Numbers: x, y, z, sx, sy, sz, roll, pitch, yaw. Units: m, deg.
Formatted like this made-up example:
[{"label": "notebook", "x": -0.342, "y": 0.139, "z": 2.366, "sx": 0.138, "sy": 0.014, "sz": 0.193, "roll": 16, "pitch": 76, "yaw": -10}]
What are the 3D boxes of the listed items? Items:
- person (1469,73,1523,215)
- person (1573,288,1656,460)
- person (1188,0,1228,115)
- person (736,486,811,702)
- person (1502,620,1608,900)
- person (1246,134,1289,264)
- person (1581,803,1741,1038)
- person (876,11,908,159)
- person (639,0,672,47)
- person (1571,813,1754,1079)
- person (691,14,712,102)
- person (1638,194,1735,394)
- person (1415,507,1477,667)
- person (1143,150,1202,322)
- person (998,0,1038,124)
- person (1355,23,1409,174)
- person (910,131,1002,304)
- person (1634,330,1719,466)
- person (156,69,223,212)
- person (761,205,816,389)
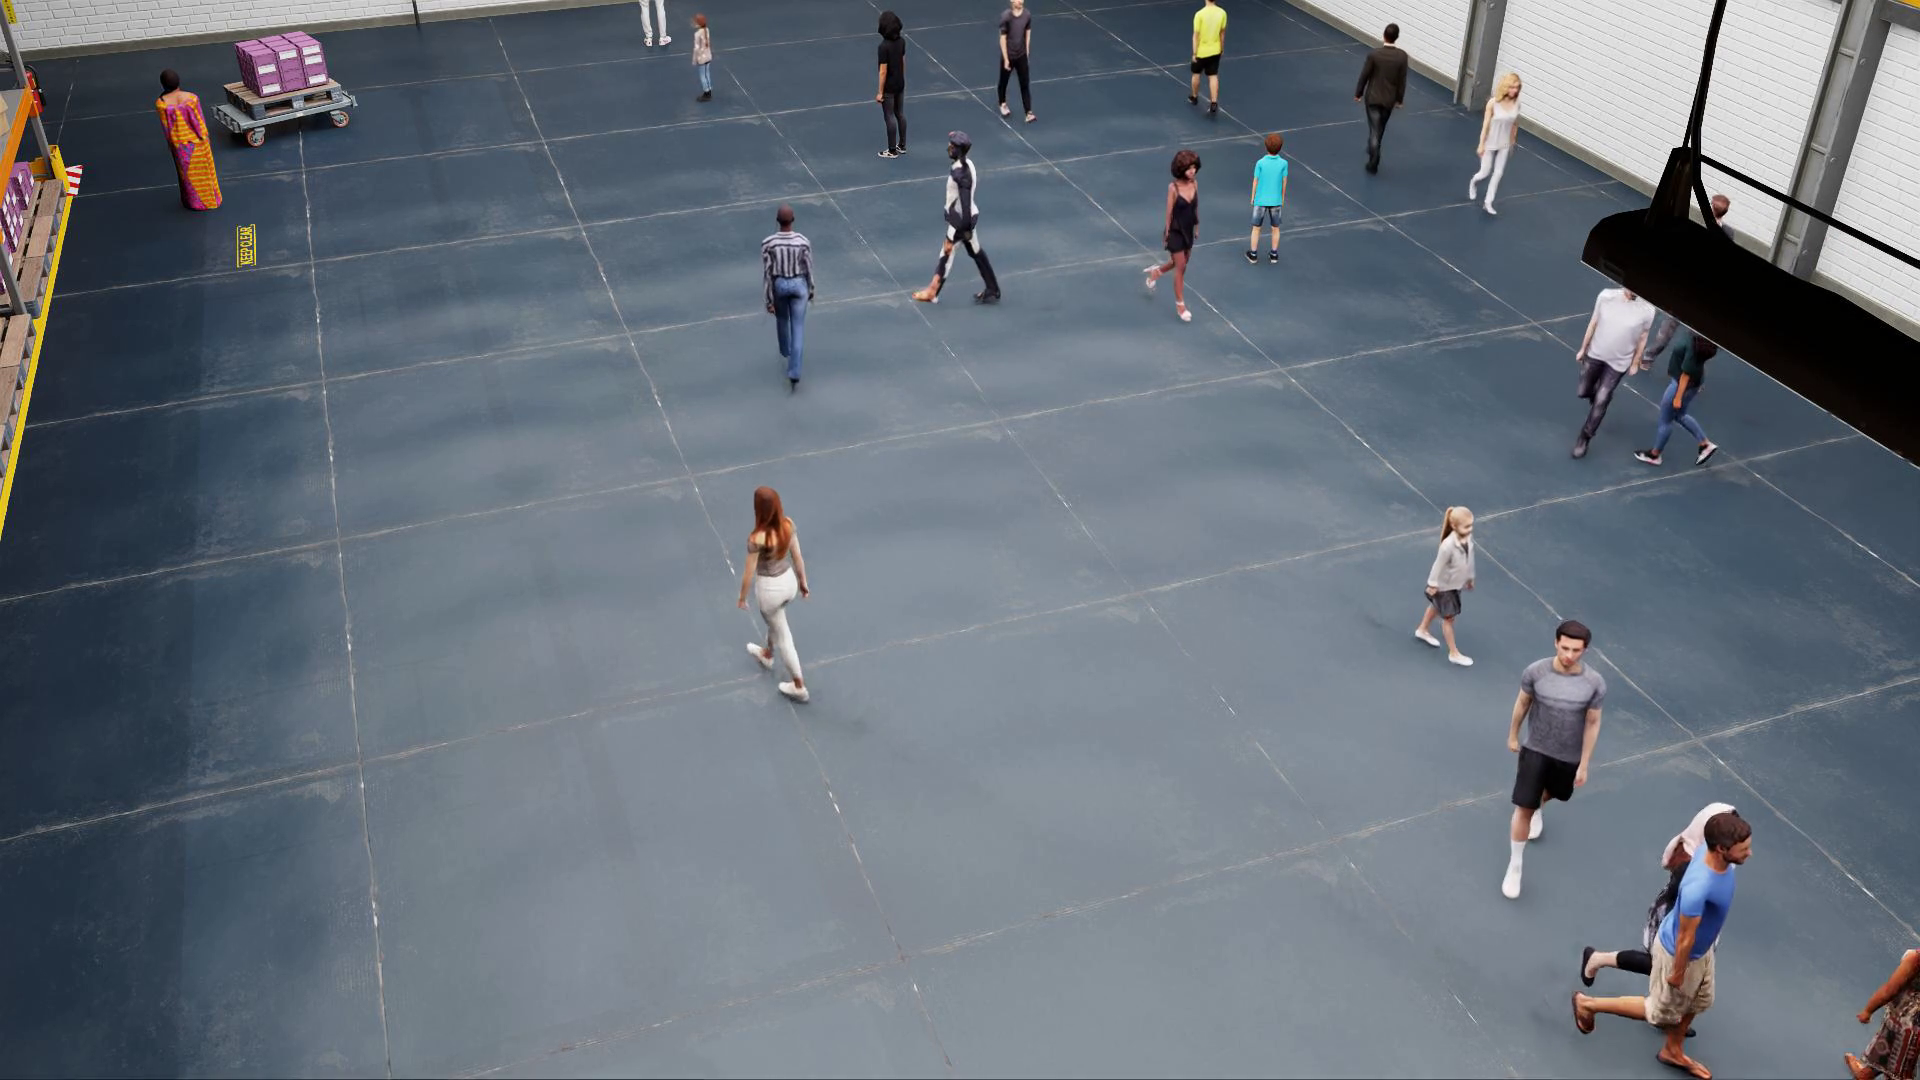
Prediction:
[{"label": "person", "x": 6.261, "y": -4.677, "z": 19.504, "sx": 0.700, "sy": 1.657, "sz": 0.831, "roll": -4, "pitch": 34, "yaw": -6}, {"label": "person", "x": 5.807, "y": -1.641, "z": 14.806, "sx": 1.106, "sy": 1.802, "sz": 1.084, "roll": 28, "pitch": 42, "yaw": 35}, {"label": "person", "x": 3.356, "y": -6.546, "z": 22.302, "sx": 0.785, "sy": 1.674, "sz": 1.155, "roll": -5, "pitch": 34, "yaw": -7}, {"label": "person", "x": -1.244, "y": 0.413, "z": 11.806, "sx": 1.080, "sy": 1.703, "sz": 0.918, "roll": 25, "pitch": 41, "yaw": 32}, {"label": "person", "x": 3.730, "y": 1.249, "z": 10.423, "sx": 1.097, "sy": 1.841, "sz": 1.241, "roll": 10, "pitch": 35, "yaw": 14}, {"label": "person", "x": 3.403, "y": -3.767, "z": 18.325, "sx": 0.572, "sy": 1.447, "sz": 0.570, "roll": 0, "pitch": 34, "yaw": 0}, {"label": "person", "x": 3.969, "y": 2.093, "z": 9.363, "sx": 1.053, "sy": 1.610, "sz": 0.921, "roll": 26, "pitch": 42, "yaw": 34}, {"label": "person", "x": -0.851, "y": -5.744, "z": 20.948, "sx": 0.708, "sy": 1.837, "sz": 0.710, "roll": 25, "pitch": 41, "yaw": 32}, {"label": "person", "x": -4.633, "y": -8.335, "z": 24.861, "sx": 0.724, "sy": 1.820, "sz": 0.682, "roll": -2, "pitch": 34, "yaw": -3}, {"label": "person", "x": 3.863, "y": 2.173, "z": 9.032, "sx": 1.136, "sy": 1.843, "sz": 0.988, "roll": 21, "pitch": 39, "yaw": 28}, {"label": "person", "x": -3.556, "y": -6.664, "z": 22.914, "sx": 0.650, "sy": 1.193, "sz": 0.594, "roll": 20, "pitch": 39, "yaw": 27}, {"label": "person", "x": 7.041, "y": -2.287, "z": 15.686, "sx": 0.825, "sy": 1.905, "sz": 1.146, "roll": -19, "pitch": 38, "yaw": -26}, {"label": "person", "x": 3.593, "y": 0.280, "z": 12.410, "sx": 0.689, "sy": 1.255, "sz": 0.864, "roll": -25, "pitch": 41, "yaw": -33}, {"label": "person", "x": 2.212, "y": -3.172, "z": 17.143, "sx": 0.756, "sy": 1.765, "sz": 1.079, "roll": -22, "pitch": 40, "yaw": -30}, {"label": "person", "x": 0.679, "y": -6.445, "z": 22.110, "sx": 0.651, "sy": 1.718, "sz": 1.109, "roll": -12, "pitch": 35, "yaw": -17}, {"label": "person", "x": 5.212, "y": -5.404, "z": 20.507, "sx": 0.978, "sy": 1.759, "sz": 1.208, "roll": 0, "pitch": 34, "yaw": 0}, {"label": "person", "x": 0.109, "y": -3.297, "z": 17.258, "sx": 1.059, "sy": 1.845, "sz": 1.236, "roll": 0, "pitch": 34, "yaw": 0}, {"label": "person", "x": 6.411, "y": -1.337, "z": 14.524, "sx": 0.995, "sy": 1.608, "sz": 0.885, "roll": 20, "pitch": 38, "yaw": 27}, {"label": "person", "x": -9.115, "y": -4.746, "z": 19.583, "sx": 0.706, "sy": 1.686, "sz": 0.722, "roll": -20, "pitch": 39, "yaw": -27}, {"label": "person", "x": -1.608, "y": -2.266, "z": 15.792, "sx": 0.814, "sy": 1.751, "sz": 1.162, "roll": -4, "pitch": 34, "yaw": -6}]
